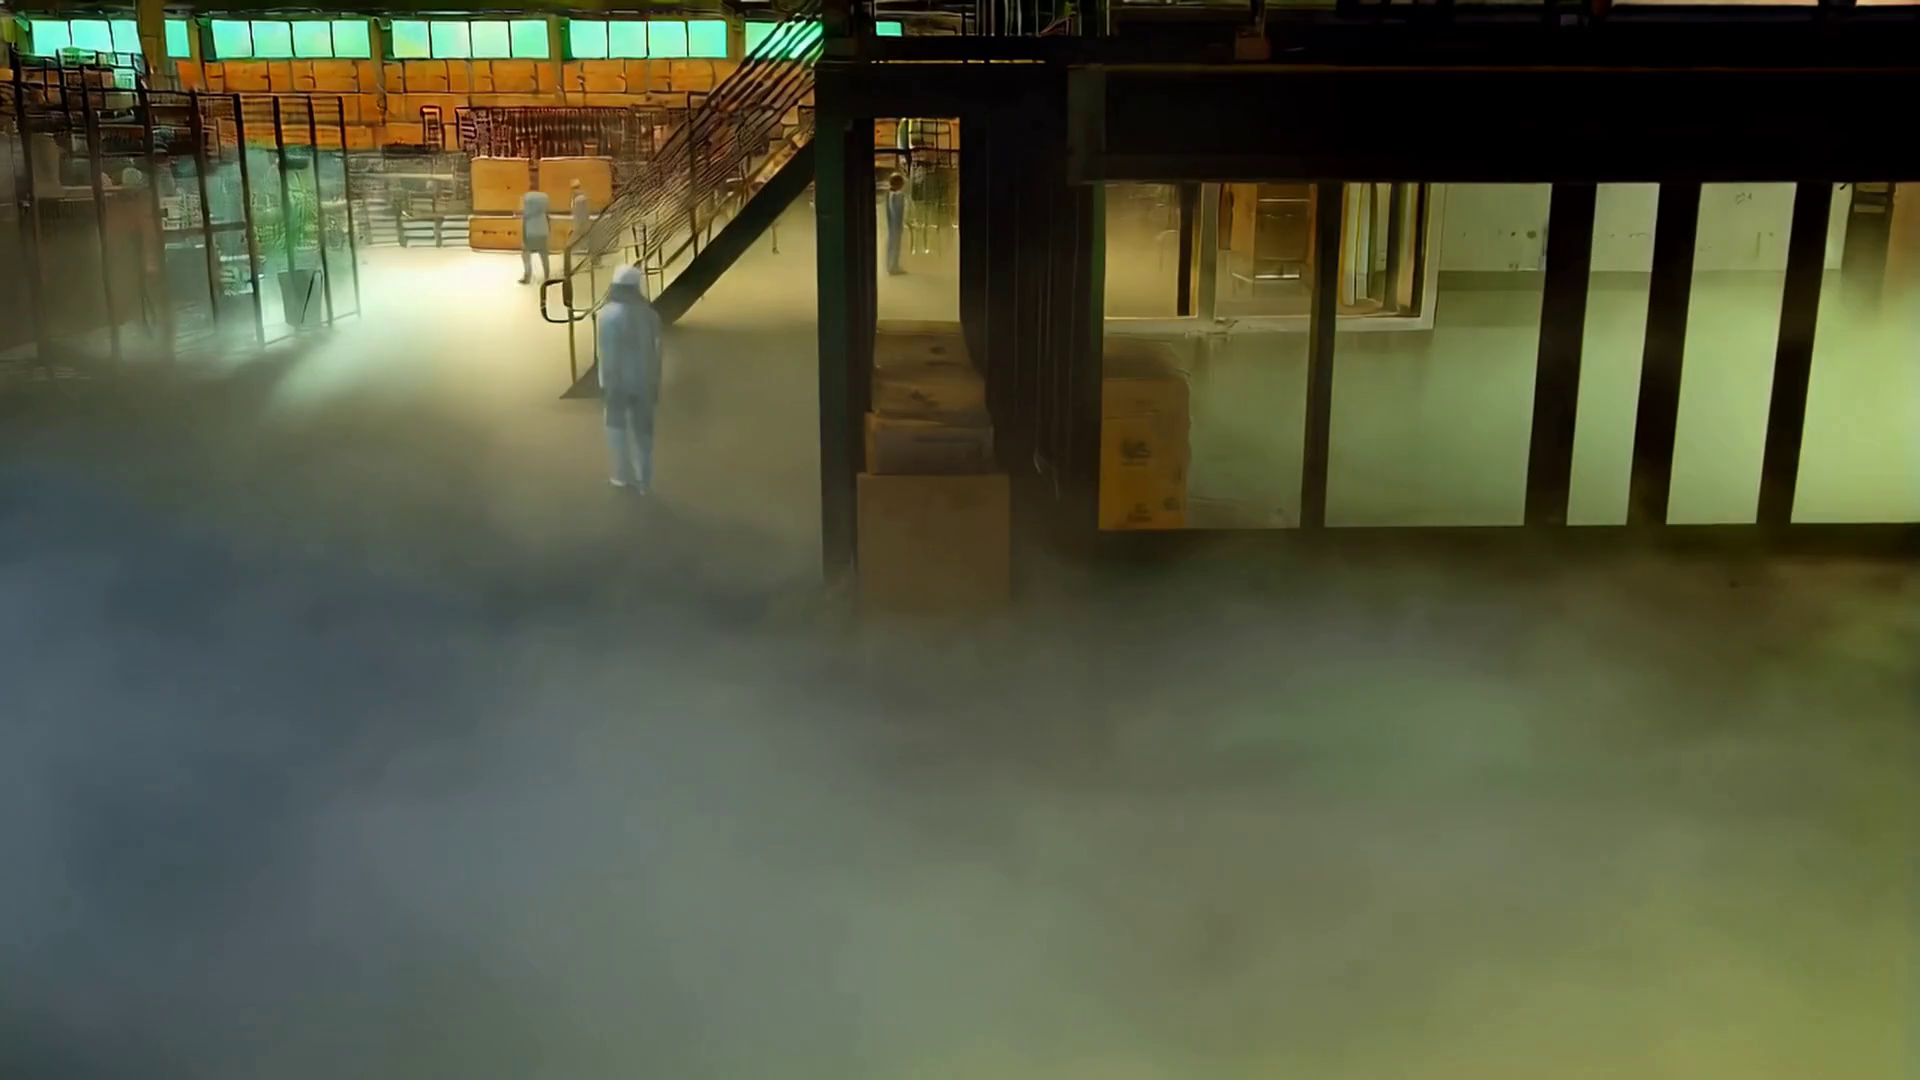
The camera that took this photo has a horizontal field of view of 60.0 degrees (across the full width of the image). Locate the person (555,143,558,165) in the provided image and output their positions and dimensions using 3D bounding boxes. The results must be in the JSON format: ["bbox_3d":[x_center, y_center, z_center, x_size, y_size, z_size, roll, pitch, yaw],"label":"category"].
[{"bbox_3d":[-20.704,-19.388,85.041,0.943,1.778,0.609,0,14,-2],"label":"person"}]

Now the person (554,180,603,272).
[{"bbox_3d":[-7.155,-5.885,31.220,0.923,1.718,0.527,4,15,15],"label":"person"}]

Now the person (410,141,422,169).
[{"bbox_3d":[-27.275,-19.038,83.448,0.617,1.890,1.031,-14,19,-43],"label":"person"}]

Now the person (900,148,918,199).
[{"bbox_3d":[-1.861,-13.456,61.130,0.660,1.894,0.423,-3,14,-11],"label":"person"}]

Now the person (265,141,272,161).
[{"bbox_3d":[-33.180,-18.202,79.952,0.879,1.944,0.759,-7,16,-27],"label":"person"}]

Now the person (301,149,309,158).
[{"bbox_3d":[-26.330,-14.905,67.230,0.805,1.735,0.524,-3,14,-10],"label":"person"}]

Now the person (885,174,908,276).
[{"bbox_3d":[-1.197,-5.780,30.534,0.345,1.845,0.505,-7,16,-27],"label":"person"}]

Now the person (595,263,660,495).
[{"bbox_3d":[-2.509,-1.213,12.523,0.502,1.722,0.602,-7,16,-26],"label":"person"}]

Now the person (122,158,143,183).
[{"bbox_3d":[-23.515,-9.966,47.390,0.616,1.782,0.922,1,14,3],"label":"person"}]

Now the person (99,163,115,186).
[{"bbox_3d":[-24.866,-10.127,48.383,0.508,1.619,0.481,0,14,0],"label":"person"}]

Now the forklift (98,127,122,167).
[{"bbox_3d":[-36.905,-16.867,72.749,1.873,2.768,1.129,-1,14,-2],"label":"forklift"}]

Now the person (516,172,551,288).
[{"bbox_3d":[-7.269,-5.239,28.178,0.802,1.934,0.626,11,18,38],"label":"person"}]

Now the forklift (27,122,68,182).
[{"bbox_3d":[-35.376,-14.773,64.377,1.129,2.768,1.873,-1,14,-2],"label":"forklift"}]
